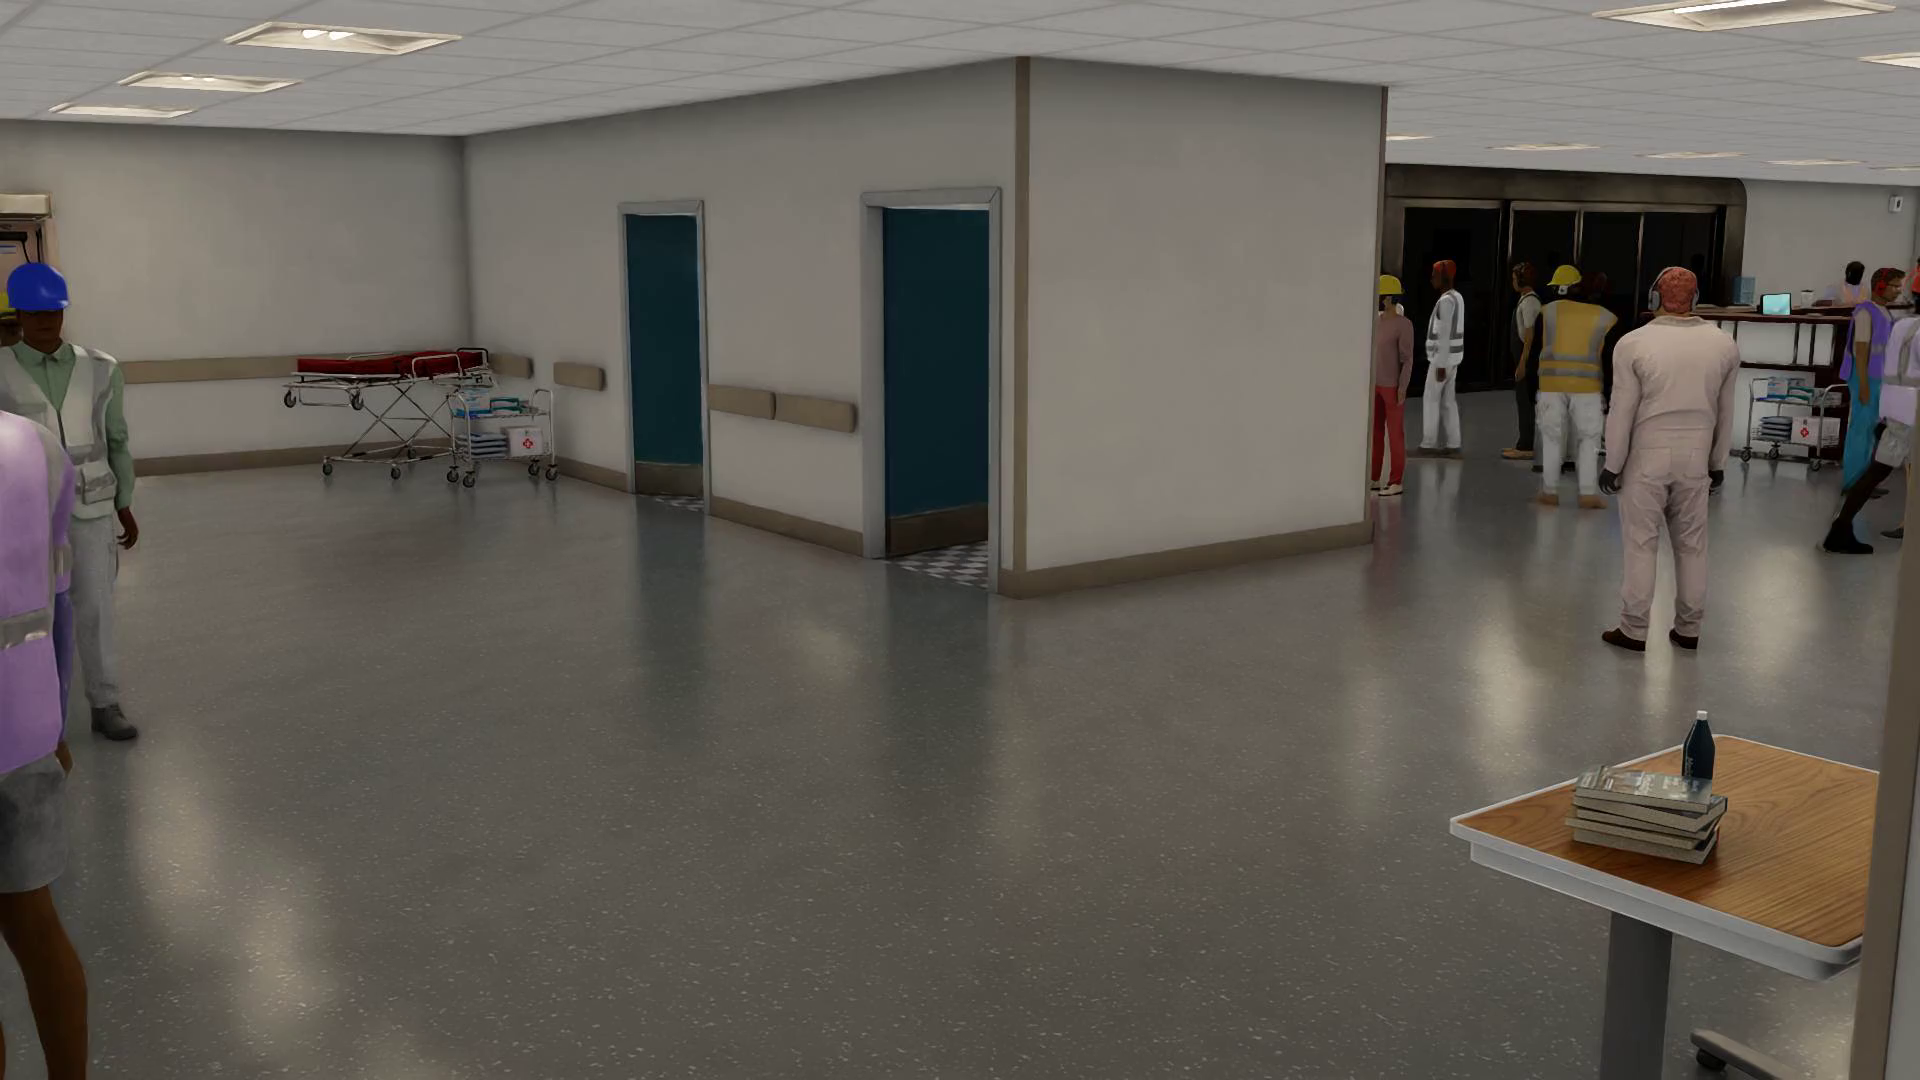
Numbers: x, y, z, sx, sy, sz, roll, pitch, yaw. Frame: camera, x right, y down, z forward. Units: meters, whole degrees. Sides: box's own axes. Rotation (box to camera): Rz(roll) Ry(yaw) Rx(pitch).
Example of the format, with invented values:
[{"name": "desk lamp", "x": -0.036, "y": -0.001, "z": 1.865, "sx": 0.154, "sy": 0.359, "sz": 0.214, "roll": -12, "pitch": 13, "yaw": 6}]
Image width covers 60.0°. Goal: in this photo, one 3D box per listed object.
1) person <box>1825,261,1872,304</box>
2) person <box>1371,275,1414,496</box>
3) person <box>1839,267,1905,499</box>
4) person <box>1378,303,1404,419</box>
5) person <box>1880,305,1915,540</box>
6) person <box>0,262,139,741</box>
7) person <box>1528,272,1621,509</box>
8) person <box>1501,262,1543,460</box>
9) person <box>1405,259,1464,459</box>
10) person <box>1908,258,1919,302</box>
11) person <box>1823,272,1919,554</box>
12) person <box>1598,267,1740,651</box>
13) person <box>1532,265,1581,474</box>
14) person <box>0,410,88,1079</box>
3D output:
[{"name": "person", "x": 11.721, "y": -2.780, "z": 21.981, "sx": 0.635, "sy": 1.794, "sz": 0.986, "roll": 1, "pitch": 10, "yaw": 5}, {"name": "person", "x": 3.416, "y": -1.241, "z": 13.401, "sx": 0.314, "sy": 1.769, "sz": 0.524, "roll": -5, "pitch": 11, "yaw": -27}, {"name": "person", "x": 7.284, "y": -1.255, "z": 13.313, "sx": 0.562, "sy": 1.833, "sz": 0.419, "roll": -10, "pitch": 14, "yaw": -43}, {"name": "person", "x": 4.860, "y": -2.179, "z": 19.071, "sx": 0.504, "sy": 1.627, "sz": 0.285, "roll": -3, "pitch": 11, "yaw": -17}, {"name": "person", "x": 6.591, "y": -0.866, "z": 11.335, "sx": 0.561, "sy": 1.752, "sz": 0.324, "roll": -5, "pitch": 11, "yaw": -25}, {"name": "person", "x": -3.607, "y": -0.124, "z": 6.638, "sx": 0.614, "sy": 1.945, "sz": 0.404, "roll": -10, "pitch": 14, "yaw": -43}, {"name": "person", "x": 4.699, "y": -1.141, "z": 12.747, "sx": 0.681, "sy": 1.808, "sz": 0.444, "roll": 5, "pitch": 11, "yaw": 26}, {"name": "person", "x": 5.285, "y": -1.670, "z": 15.589, "sx": 0.326, "sy": 1.840, "sz": 0.517, "roll": 4, "pitch": 11, "yaw": 21}, {"name": "person", "x": 4.507, "y": -1.683, "z": 15.589, "sx": 0.533, "sy": 1.874, "sz": 0.608, "roll": 6, "pitch": 12, "yaw": 29}, {"name": "person", "x": 15.105, "y": -3.543, "z": 26.094, "sx": 0.636, "sy": 1.840, "sz": 0.429, "roll": -10, "pitch": 14, "yaw": -44}, {"name": "person", "x": 6.155, "y": -0.812, "z": 10.694, "sx": 1.045, "sy": 1.876, "sz": 0.549, "roll": 3, "pitch": 10, "yaw": 15}, {"name": "person", "x": 3.500, "y": -0.398, "z": 8.293, "sx": 0.651, "sy": 1.906, "sz": 0.401, "roll": -1, "pitch": 10, "yaw": -5}, {"name": "person", "x": 5.299, "y": -1.493, "z": 14.639, "sx": 0.404, "sy": 1.829, "sz": 0.597, "roll": 10, "pitch": 14, "yaw": 43}, {"name": "person", "x": -2.063, "y": 0.414, "z": 3.412, "sx": 0.410, "sy": 2.030, "sz": 0.611, "roll": 1, "pitch": 10, "yaw": 8}]
